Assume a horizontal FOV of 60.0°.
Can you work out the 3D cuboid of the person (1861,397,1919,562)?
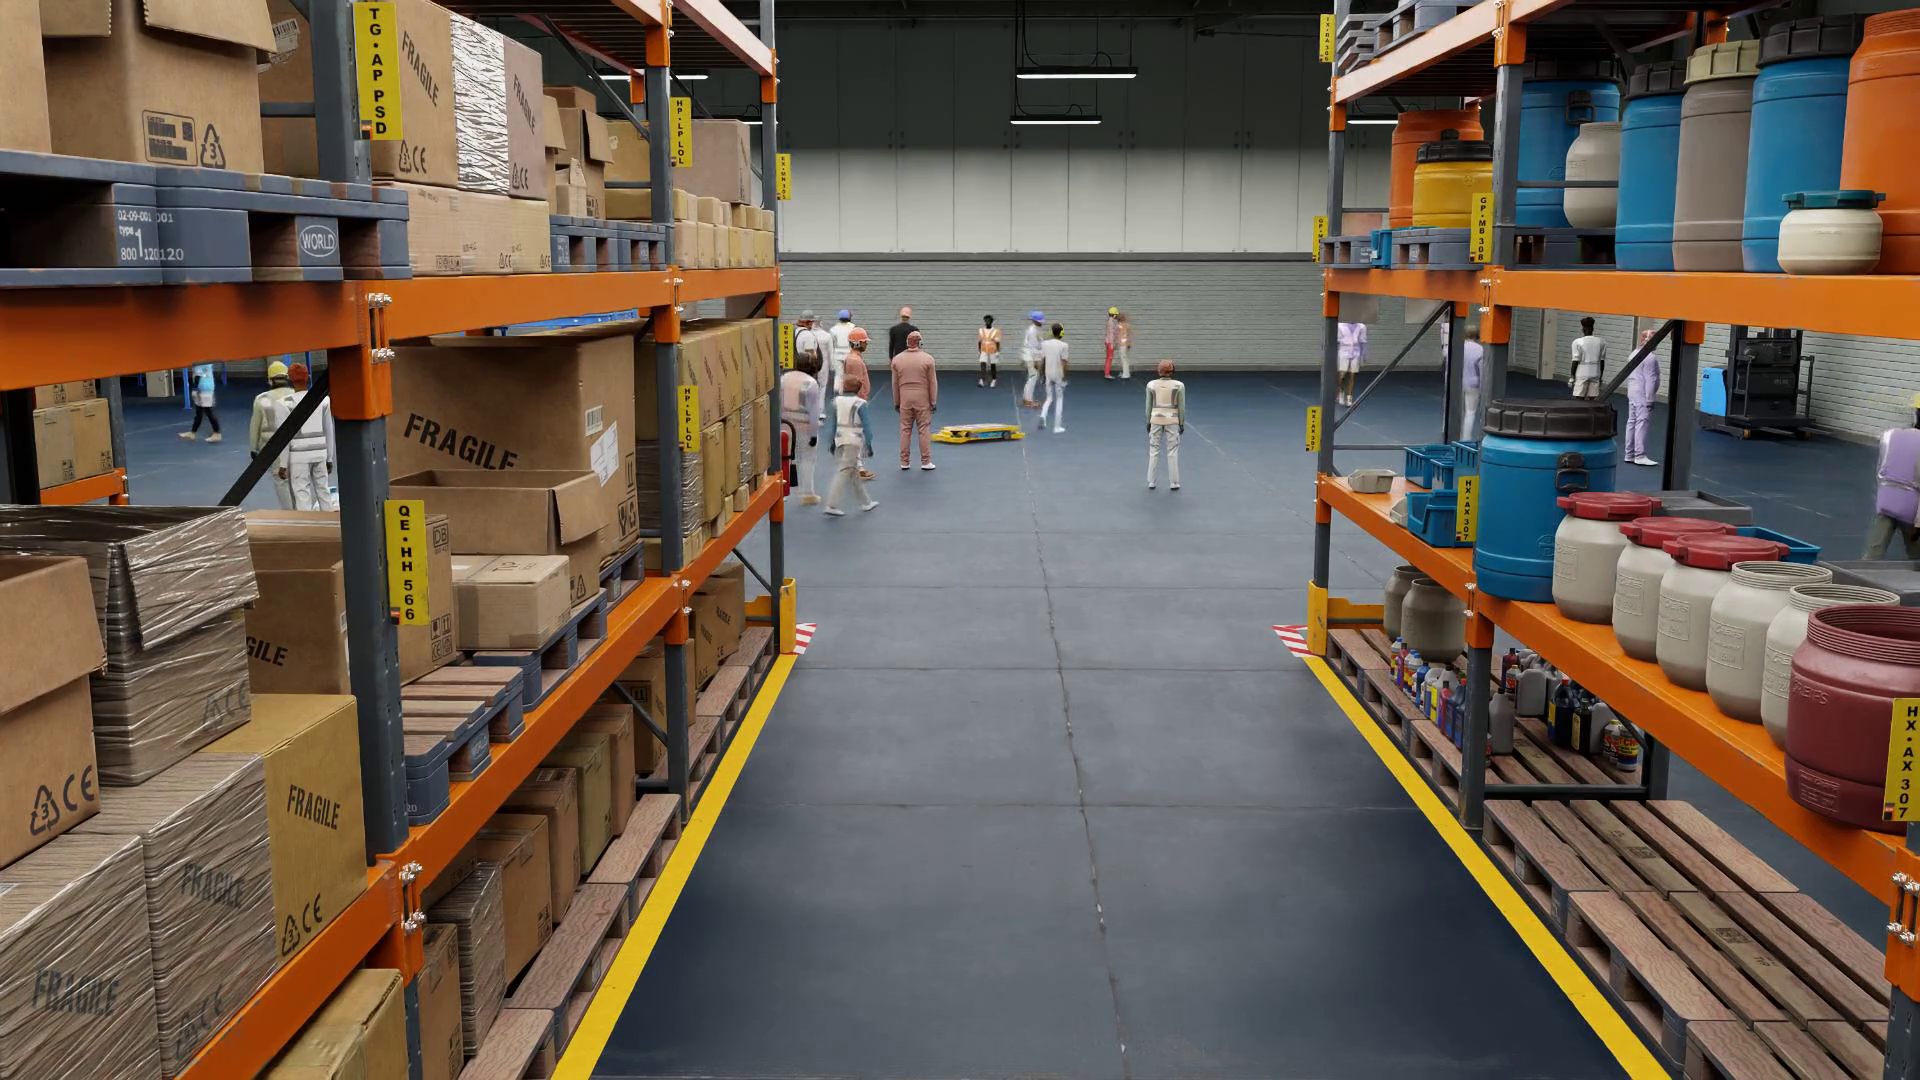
[{"bbox_3d":[7.360,-0.241,13.009,0.996,1.869,0.600,-5,11,-29],"label":"person"}]

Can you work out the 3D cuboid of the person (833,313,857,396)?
[{"bbox_3d":[-2.395,-3.938,35.234,0.623,1.844,0.429,5,11,27],"label":"person"}]

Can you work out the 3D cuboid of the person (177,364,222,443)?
[{"bbox_3d":[-12.087,-2.374,26.336,0.702,1.666,0.552,-3,10,-15],"label":"person"}]

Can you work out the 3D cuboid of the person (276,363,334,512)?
[{"bbox_3d":[-6.364,-0.780,16.189,0.362,1.883,0.576,7,12,37],"label":"person"}]

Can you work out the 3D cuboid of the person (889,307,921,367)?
[{"bbox_3d":[-1.081,-3.581,32.685,0.644,1.976,0.554,0,9,1],"label":"person"}]

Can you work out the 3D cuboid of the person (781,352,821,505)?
[{"bbox_3d":[-1.913,-1.291,19.463,0.639,1.818,0.702,8,12,38],"label":"person"}]

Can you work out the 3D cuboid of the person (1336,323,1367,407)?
[{"bbox_3d":[7.712,-3.625,32.776,0.648,2.030,0.516,0,9,1],"label":"person"}]

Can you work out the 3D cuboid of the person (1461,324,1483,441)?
[{"bbox_3d":[7.698,-2.310,25.225,0.659,1.925,0.465,9,13,43],"label":"person"}]

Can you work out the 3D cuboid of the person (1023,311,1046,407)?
[{"bbox_3d":[1.482,-3.596,33.005,0.502,1.901,0.675,2,10,10],"label":"person"}]

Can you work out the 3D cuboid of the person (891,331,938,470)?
[{"bbox_3d":[-0.613,-1.917,22.927,0.643,1.909,0.410,2,10,14],"label":"person"}]

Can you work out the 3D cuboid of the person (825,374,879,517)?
[{"bbox_3d":[-1.231,-1.071,18.797,0.544,1.584,0.846,9,13,42],"label":"person"}]

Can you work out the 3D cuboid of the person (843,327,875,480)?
[{"bbox_3d":[-1.357,-1.810,22.022,0.377,1.995,0.612,-3,10,-15],"label":"person"}]

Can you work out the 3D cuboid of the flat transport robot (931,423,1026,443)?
[{"bbox_3d":[0.306,-1.740,26.888,1.431,0.197,0.652,-7,12,-35],"label":"flat transport robot"}]

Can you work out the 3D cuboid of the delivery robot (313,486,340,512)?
[{"bbox_3d":[-6.486,-0.311,17.198,0.477,0.478,0.707,-3,10,-16],"label":"delivery robot"}]

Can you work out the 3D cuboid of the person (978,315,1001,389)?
[{"bbox_3d":[0.648,-4.268,37.761,0.551,1.644,0.861,3,10,17],"label":"person"}]

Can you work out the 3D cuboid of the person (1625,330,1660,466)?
[{"bbox_3d":[9.687,-2.019,23.549,0.399,1.905,0.642,0,9,-2],"label":"person"}]

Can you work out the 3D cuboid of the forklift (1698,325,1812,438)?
[{"bbox_3d":[13.248,-3.165,27.620,1.129,2.768,1.873,0,9,1],"label":"forklift"}]

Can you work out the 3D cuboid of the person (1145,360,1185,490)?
[{"bbox_3d":[2.588,-1.457,21.011,0.514,1.631,0.318,3,10,20],"label":"person"}]

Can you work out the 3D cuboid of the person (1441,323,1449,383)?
[{"bbox_3d":[11.682,-4.694,39.474,0.374,1.935,0.552,-7,12,-37],"label":"person"}]

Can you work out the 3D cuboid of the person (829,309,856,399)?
[{"bbox_3d":[-2.334,-3.655,33.299,0.630,1.921,0.764,1,10,4],"label":"person"}]

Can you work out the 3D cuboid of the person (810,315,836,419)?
[{"bbox_3d":[-2.599,-3.160,30.427,0.661,1.887,0.427,3,10,15],"label":"person"}]

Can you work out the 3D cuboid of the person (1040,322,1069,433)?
[{"bbox_3d":[1.567,-2.720,27.903,0.549,1.851,0.491,5,11,29],"label":"person"}]

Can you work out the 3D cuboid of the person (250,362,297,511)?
[{"bbox_3d":[-7.254,-1.000,17.755,0.598,1.793,0.800,-8,12,-38],"label":"person"}]

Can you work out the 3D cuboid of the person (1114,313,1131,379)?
[{"bbox_3d":[3.989,-4.793,41.022,0.607,1.603,0.542,7,12,35],"label":"person"}]

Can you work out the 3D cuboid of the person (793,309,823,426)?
[{"bbox_3d":[-2.662,-3.001,29.149,0.536,2.000,0.688,-5,11,-30],"label":"person"}]

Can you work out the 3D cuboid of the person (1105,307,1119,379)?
[{"bbox_3d":[3.731,-4.835,40.858,0.342,1.756,0.518,0,9,0],"label":"person"}]

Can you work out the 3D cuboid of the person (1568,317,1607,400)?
[{"bbox_3d":[10.359,-2.707,27.506,0.603,1.959,0.379,-1,10,-9],"label":"person"}]
